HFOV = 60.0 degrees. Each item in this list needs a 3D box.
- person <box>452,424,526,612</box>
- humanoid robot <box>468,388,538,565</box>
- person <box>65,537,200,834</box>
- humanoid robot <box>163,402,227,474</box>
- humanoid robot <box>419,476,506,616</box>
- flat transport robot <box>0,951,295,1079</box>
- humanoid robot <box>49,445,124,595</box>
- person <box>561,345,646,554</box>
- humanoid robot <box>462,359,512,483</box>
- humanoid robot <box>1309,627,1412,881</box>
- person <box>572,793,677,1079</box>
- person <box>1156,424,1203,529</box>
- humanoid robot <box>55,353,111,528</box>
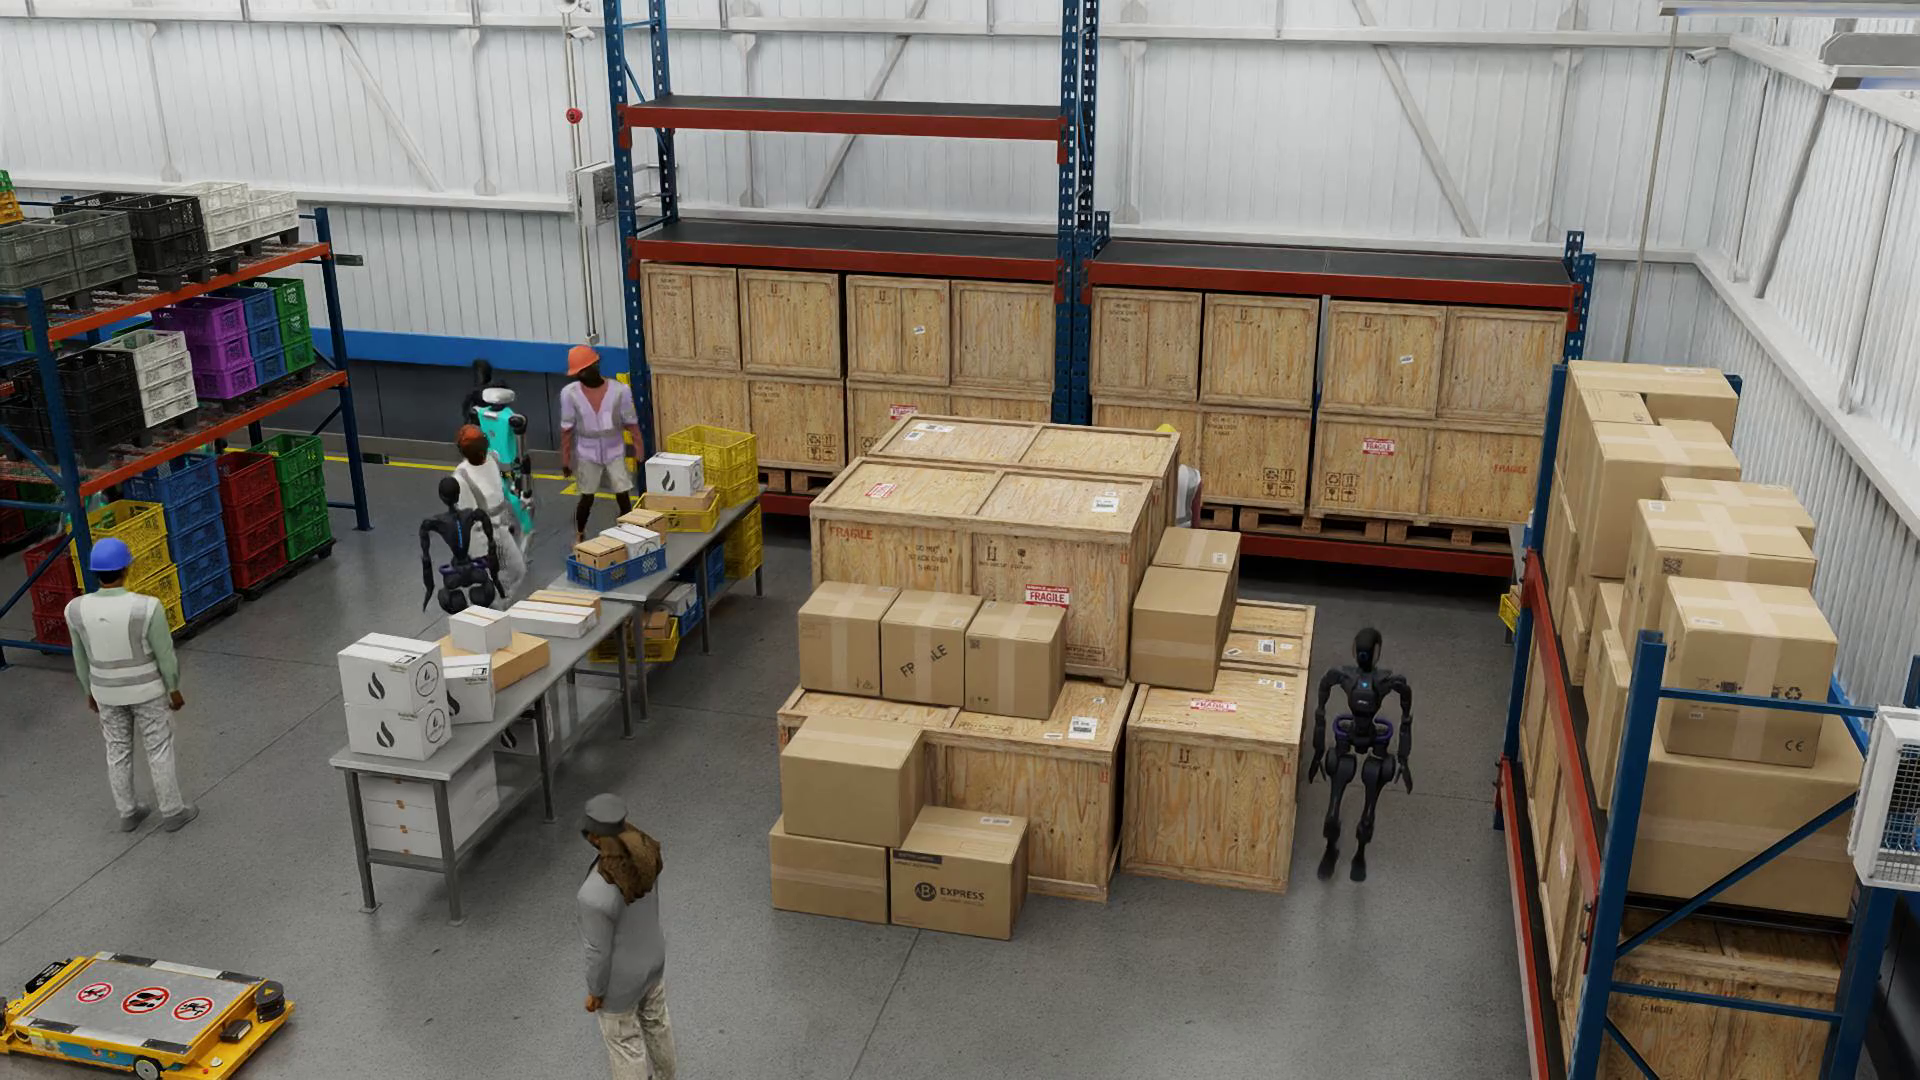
[{"bbox_3d":[-3.656,-0.030,12.901,0.393,1.874,0.626,6,22,16],"label":"person"},{"bbox_3d":[-3.788,-0.477,14.314,0.569,1.835,0.748,7,22,18],"label":"humanoid robot"},{"bbox_3d":[-5.136,0.912,10.322,0.611,1.939,0.412,0,21,-1],"label":"person"},{"bbox_3d":[-6.916,-0.830,15.104,0.542,1.747,0.745,-10,23,-24],"label":"humanoid robot"},{"bbox_3d":[-3.648,0.330,12.239,0.599,1.647,0.404,-12,24,-28],"label":"humanoid robot"},{"bbox_3d":[-4.270,2.464,8.601,1.431,0.231,0.659,5,22,13],"label":"flat transport robot"},{"bbox_3d":[-7.389,-0.309,13.867,0.552,1.768,1.019,3,21,8],"label":"humanoid robot"},{"bbox_3d":[-3.109,-0.753,14.593,0.758,2.014,0.523,-4,21,-10],"label":"person"},{"bbox_3d":[-4.396,-0.921,15.533,0.551,1.642,0.630,11,24,26],"label":"humanoid robot"},{"bbox_3d":[2.368,1.260,9.784,0.598,1.645,0.365,6,22,14],"label":"humanoid robot"},{"bbox_3d":[-1.564,1.983,7.762,0.408,1.761,0.570,8,22,19],"label":"person"},{"bbox_3d":[1.562,-0.008,12.873,0.587,1.834,0.403,-5,21,-12],"label":"person"},{"bbox_3d":[-7.979,-0.729,14.971,0.547,1.849,0.676,13,25,31],"label":"humanoid robot"}]
